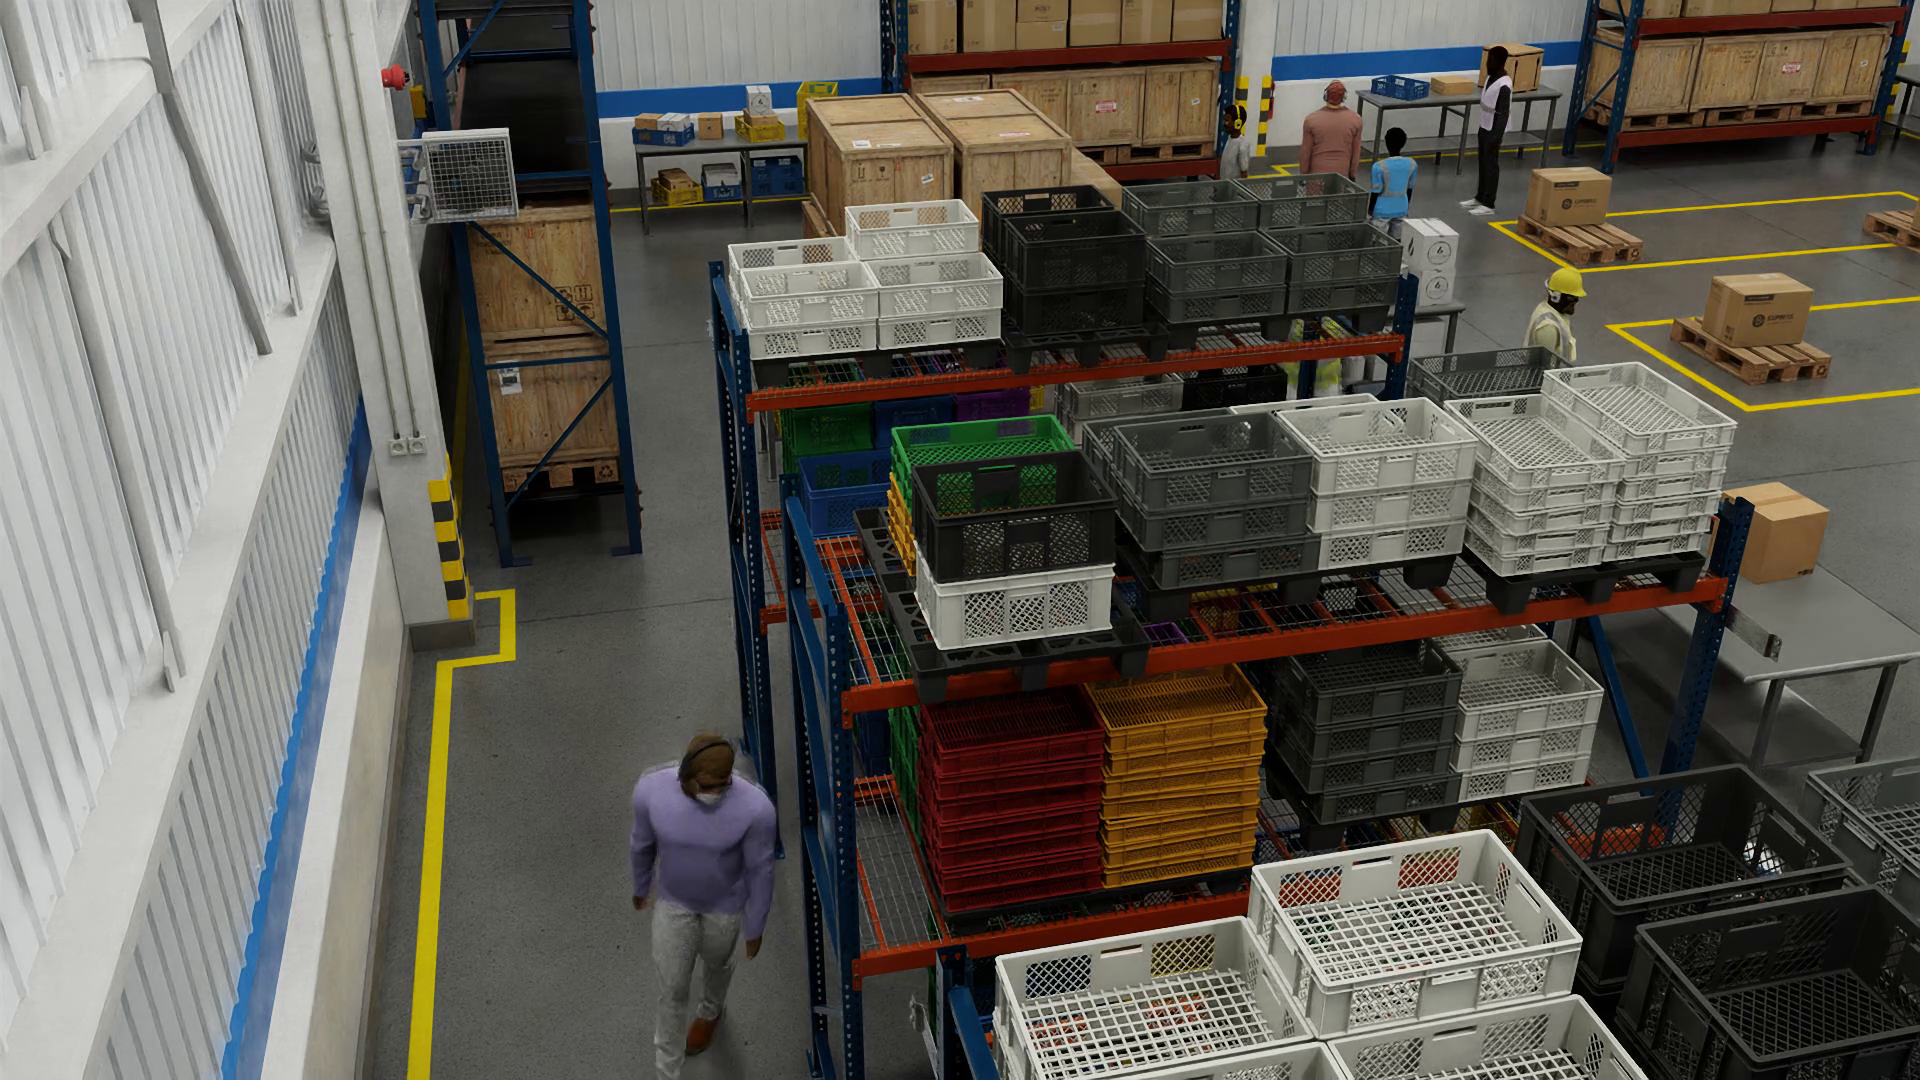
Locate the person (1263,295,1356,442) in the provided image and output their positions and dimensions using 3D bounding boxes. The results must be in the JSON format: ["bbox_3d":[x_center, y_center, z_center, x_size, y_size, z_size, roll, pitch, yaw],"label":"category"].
[{"bbox_3d":[2.671,-1.238,12.727,0.710,1.829,0.431,2,28,5],"label":"person"}]

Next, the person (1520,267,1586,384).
[{"bbox_3d":[4.437,-1.189,12.612,0.403,1.827,0.601,9,29,16],"label":"person"}]

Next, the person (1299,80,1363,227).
[{"bbox_3d":[3.920,-3.930,17.732,0.641,1.909,0.409,0,28,1],"label":"person"}]

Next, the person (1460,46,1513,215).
[{"bbox_3d":[6.166,-4.745,19.268,0.372,1.914,0.597,0,28,-1],"label":"person"}]

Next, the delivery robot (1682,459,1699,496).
[{"bbox_3d":[5.229,-0.460,12.491,0.707,0.478,0.477,-22,35,-35],"label":"delivery robot"}]

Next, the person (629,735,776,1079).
[{"bbox_3d":[-1.128,1.634,7.203,0.693,1.882,0.899,2,28,4],"label":"person"}]

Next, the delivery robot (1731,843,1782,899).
[{"bbox_3d":[3.953,1.792,8.219,0.477,0.478,0.707,0,28,0],"label":"delivery robot"}]

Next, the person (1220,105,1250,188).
[{"bbox_3d":[2.745,-3.495,16.945,0.317,1.870,0.531,-5,28,-10],"label":"person"}]

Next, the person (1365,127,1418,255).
[{"bbox_3d":[4.315,-3.304,16.762,0.539,1.698,0.318,-11,30,-20],"label":"person"}]
